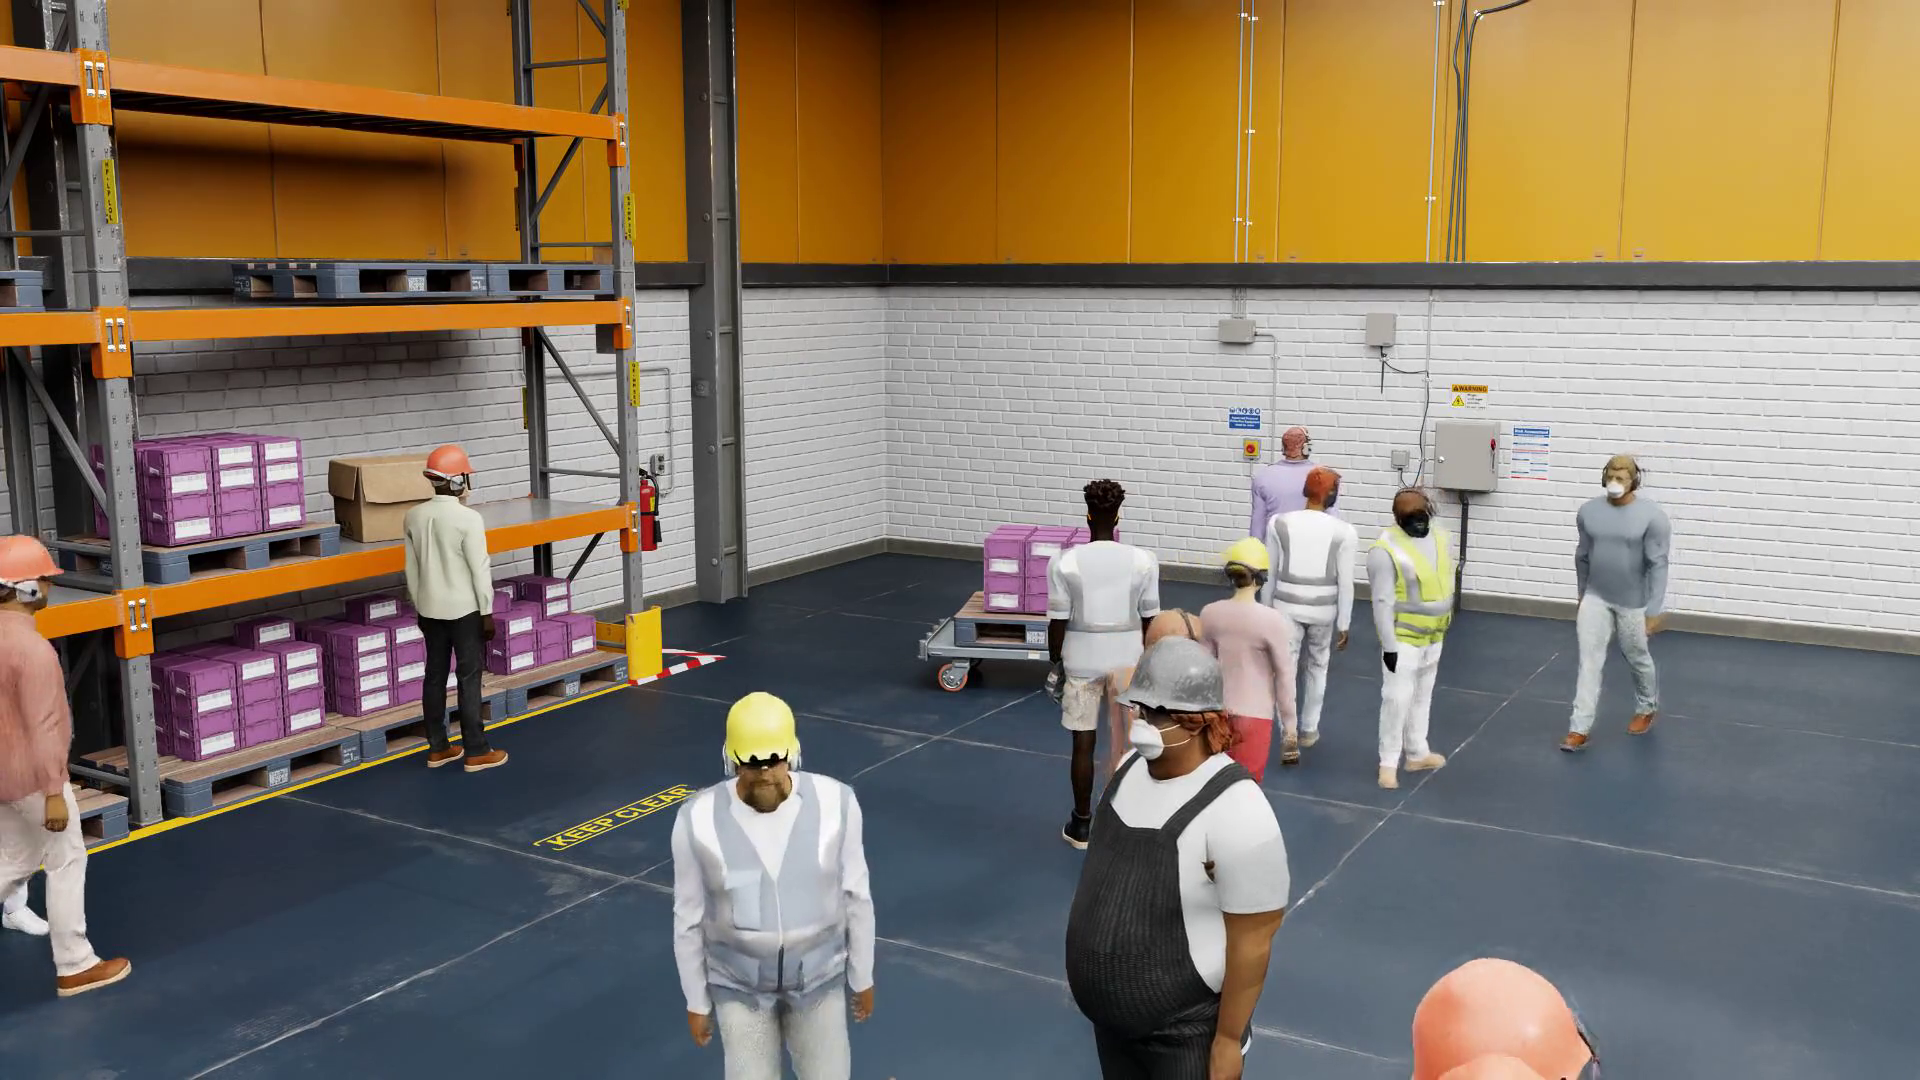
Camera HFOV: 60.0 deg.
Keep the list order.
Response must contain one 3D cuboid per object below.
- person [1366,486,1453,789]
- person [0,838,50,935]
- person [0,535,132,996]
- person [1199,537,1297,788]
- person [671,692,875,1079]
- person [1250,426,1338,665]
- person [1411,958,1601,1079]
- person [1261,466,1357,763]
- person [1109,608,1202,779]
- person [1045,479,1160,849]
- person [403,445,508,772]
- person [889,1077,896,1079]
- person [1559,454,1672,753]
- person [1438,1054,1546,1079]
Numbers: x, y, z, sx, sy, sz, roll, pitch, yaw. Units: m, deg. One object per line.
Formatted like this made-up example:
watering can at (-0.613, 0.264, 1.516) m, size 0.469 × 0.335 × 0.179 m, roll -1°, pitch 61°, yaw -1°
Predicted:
person at (2.732, 0.564, 9.875) m, size 0.772 × 1.809 × 0.433 m, roll -7°, pitch 11°, yaw -36°
person at (-4.395, 0.918, 7.471) m, size 0.334 × 1.860 × 0.508 m, roll 6°, pitch 11°, yaw 31°
person at (-3.900, 0.968, 6.789) m, size 0.616 × 1.976 × 0.764 m, roll 6°, pitch 11°, yaw 35°
person at (1.363, 0.857, 8.238) m, size 0.795 × 1.736 × 0.527 m, roll -8°, pitch 12°, yaw -42°
person at (-0.572, 1.319, 5.117) m, size 0.614 × 1.811 × 0.584 m, roll -2°, pitch 9°, yaw -10°
person at (2.482, 0.107, 12.381) m, size 0.643 × 1.905 × 0.399 m, roll 2°, pitch 9°, yaw 14°
person at (0.926, 1.611, 2.783) m, size 0.636 × 1.996 × 1.040 m, roll 3°, pitch 10°, yaw 17°
person at (2.161, 0.456, 10.396) m, size 0.587 × 1.846 × 0.895 m, roll 3°, pitch 9°, yaw 15°
person at (0.822, 1.096, 7.082) m, size 0.511 × 1.616 × 0.626 m, roll 6°, pitch 11°, yaw 31°
person at (0.747, 0.654, 8.766) m, size 0.607 × 1.966 × 0.374 m, roll -1°, pitch 9°, yaw -4°
person at (-3.091, 0.417, 10.158) m, size 0.611 × 1.996 × 0.378 m, roll 4°, pitch 10°, yaw 24°
person at (-0.181, 1.759, 2.934) m, size 0.504 × 1.617 × 0.543 m, roll 7°, pitch 12°, yaw 38°
person at (4.257, 0.384, 10.707) m, size 1.020 × 1.899 × 0.640 m, roll -9°, pitch 13°, yaw -43°
person at (0.732, 1.701, 2.485) m, size 0.557 × 1.896 × 0.977 m, roll 3°, pitch 10°, yaw 21°
